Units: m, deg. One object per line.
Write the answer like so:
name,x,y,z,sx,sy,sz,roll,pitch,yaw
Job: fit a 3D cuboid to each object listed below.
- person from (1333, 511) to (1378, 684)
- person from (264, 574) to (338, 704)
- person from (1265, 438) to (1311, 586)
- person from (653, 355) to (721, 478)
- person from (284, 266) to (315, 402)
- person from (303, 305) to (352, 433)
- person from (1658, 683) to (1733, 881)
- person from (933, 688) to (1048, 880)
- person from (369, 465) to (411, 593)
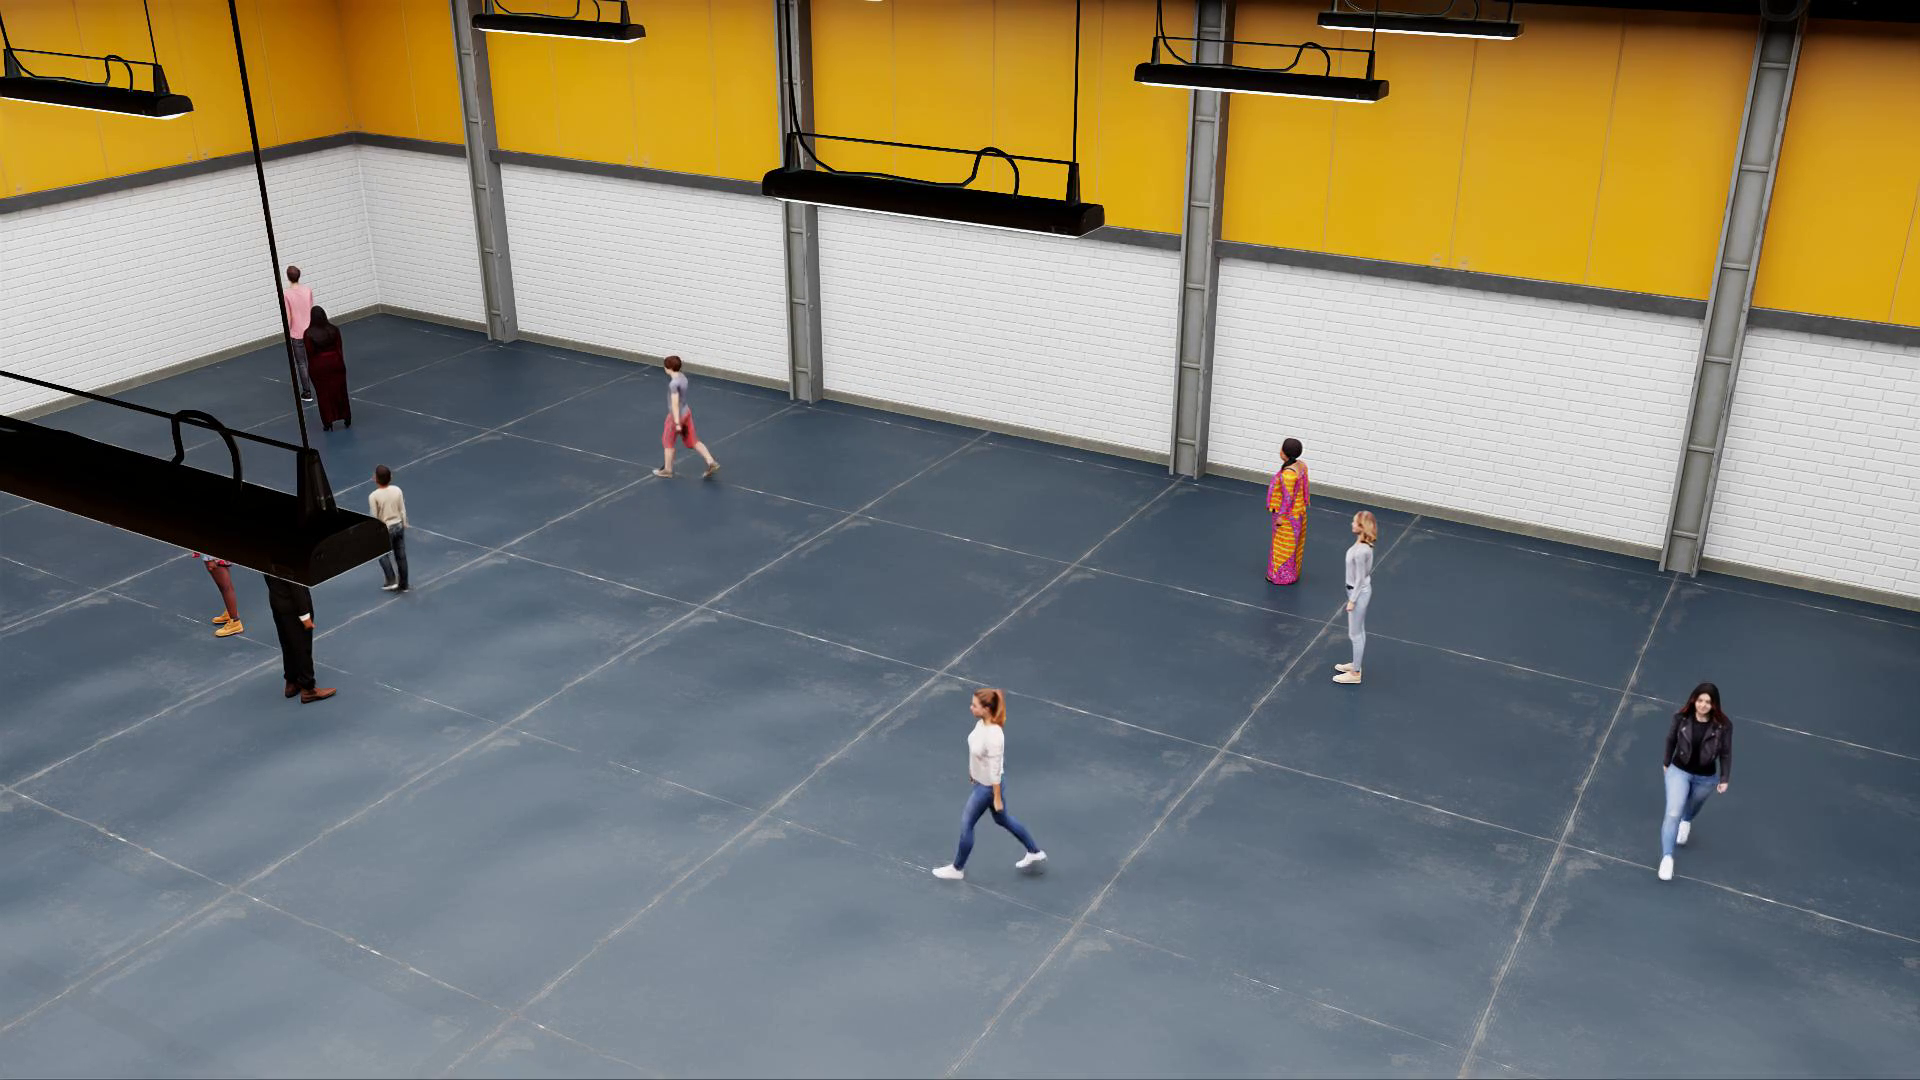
person,3.857,0.548,16.098,0.555,1.796,0.621,8,25,18
person,-6.351,0.633,15.768,0.602,1.904,0.784,18,30,36
person,3.586,-0.350,18.295,0.660,1.682,0.658,11,26,23
person,-3.465,-1.537,21.080,1.170,1.624,0.750,7,25,16
person,-9.469,-2.986,23.981,0.610,1.958,0.659,19,30,37
person,-8.669,-2.356,22.788,0.745,1.757,0.730,-18,29,-35
person,5.889,1.858,13.353,1.063,1.594,0.785,10,25,21
person,0.319,1.936,13.066,1.229,1.682,1.041,-1,24,-3
person,-6.129,-0.082,17.969,0.627,1.452,0.613,-21,31,-39
